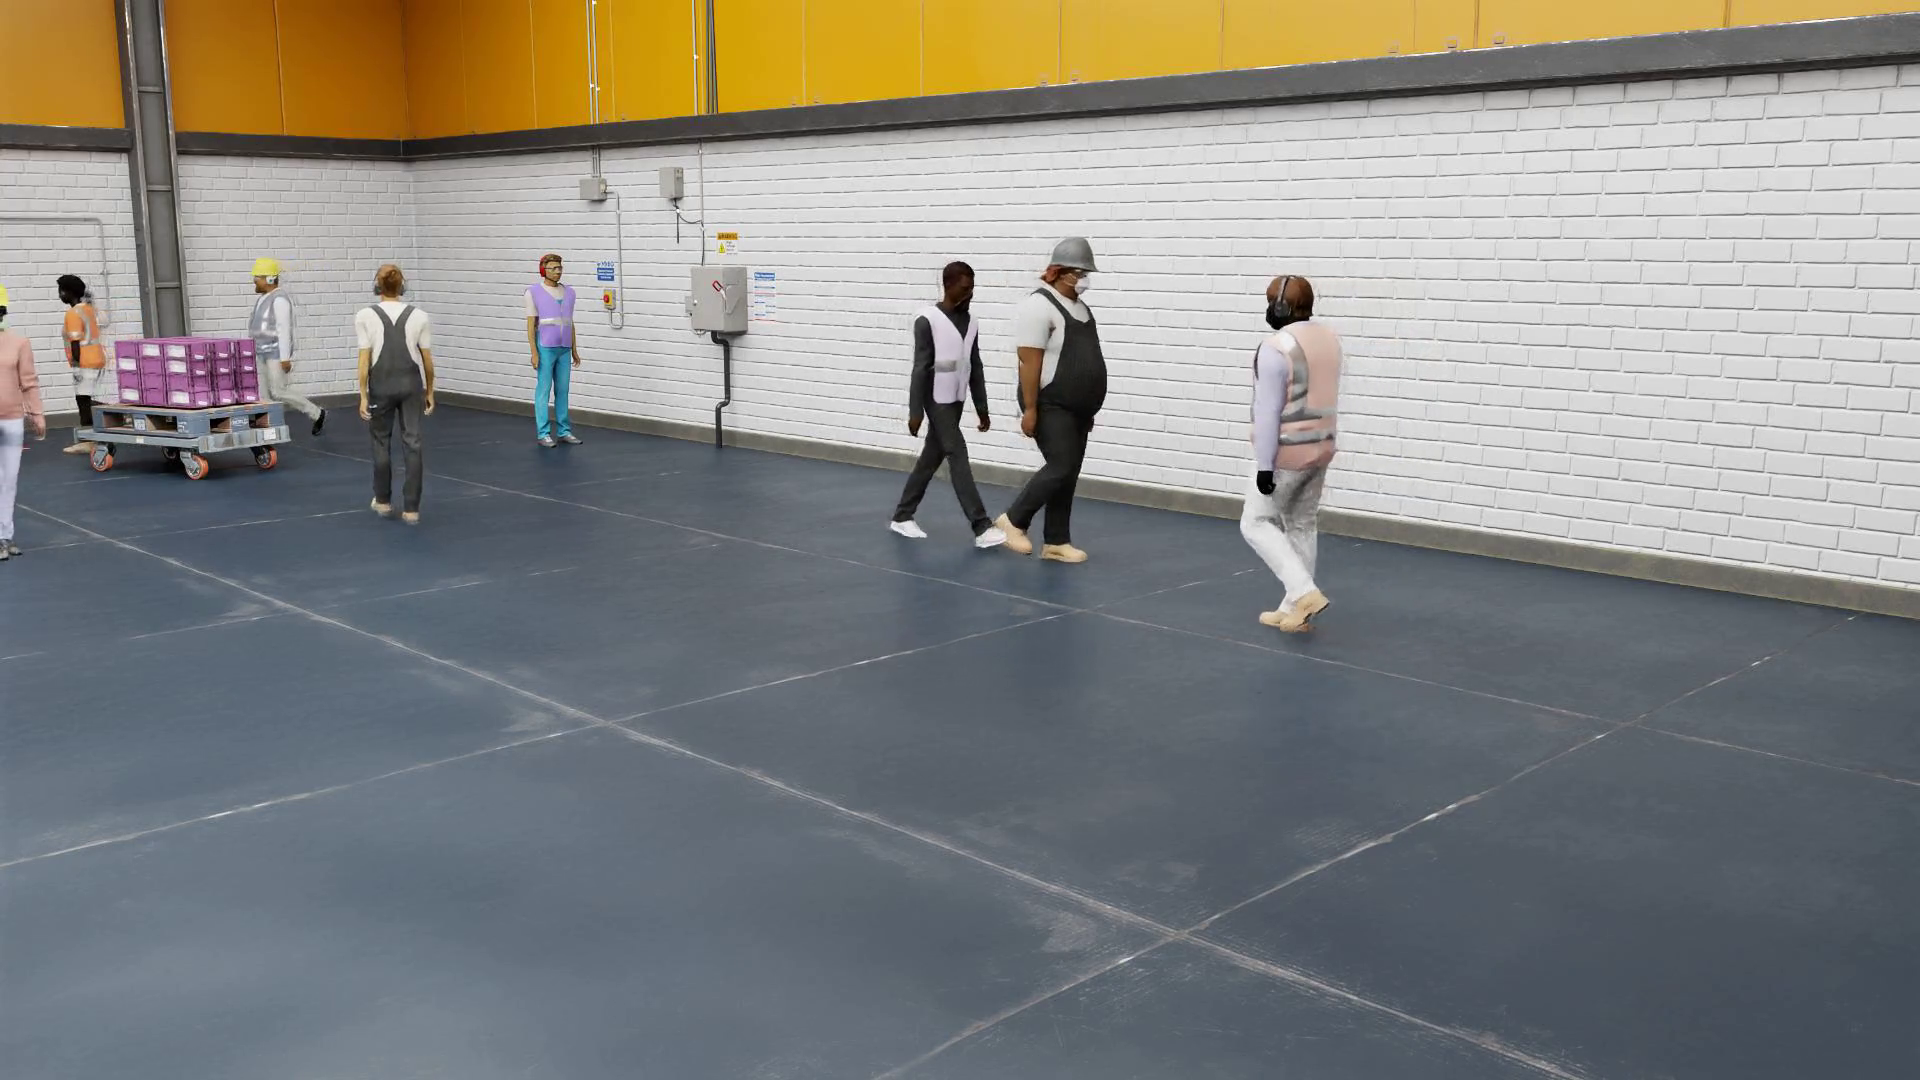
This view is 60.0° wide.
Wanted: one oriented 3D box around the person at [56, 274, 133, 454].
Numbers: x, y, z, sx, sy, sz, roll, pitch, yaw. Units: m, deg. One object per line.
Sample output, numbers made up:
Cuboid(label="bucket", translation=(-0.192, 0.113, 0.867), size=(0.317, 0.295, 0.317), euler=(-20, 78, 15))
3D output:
Cuboid(label="person", translation=(-8.023, -1.621, 15.412), size=(0.634, 1.671, 0.534), euler=(-3, 11, -14))

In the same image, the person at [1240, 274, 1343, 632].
Cuboid(label="person", translation=(1.686, -0.415, 8.401), size=(0.641, 1.833, 0.463), euler=(-10, 14, -43))

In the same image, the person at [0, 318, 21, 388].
Cuboid(label="person", translation=(-8.488, -1.417, 14.508), size=(0.512, 1.583, 0.860), euler=(-1, 10, -7))

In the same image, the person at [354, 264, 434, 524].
Cuboid(label="person", translation=(-4.032, -1.044, 11.853), size=(0.531, 1.812, 0.826), euler=(-5, 12, -26))

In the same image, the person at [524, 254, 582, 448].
Cuboid(label="person", translation=(-3.921, -1.823, 16.016), size=(0.388, 1.846, 0.565), euler=(8, 13, 36))

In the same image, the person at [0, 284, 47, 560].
Cuboid(label="person", translation=(-6.000, -0.746, 10.387), size=(0.557, 1.743, 0.560), euler=(7, 13, 35))

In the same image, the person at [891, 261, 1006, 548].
Cuboid(label="person", translation=(-0.068, -0.890, 10.925), size=(1.048, 1.853, 0.604), euler=(7, 12, 32))

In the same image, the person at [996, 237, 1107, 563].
Cuboid(label="person", translation=(0.633, -0.861, 10.241), size=(0.567, 2.000, 0.698), euler=(6, 12, 29))

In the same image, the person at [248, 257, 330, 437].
Cuboid(label="person", translation=(-6.614, -1.838, 16.195), size=(0.710, 1.812, 0.599), euler=(-8, 13, -37))
